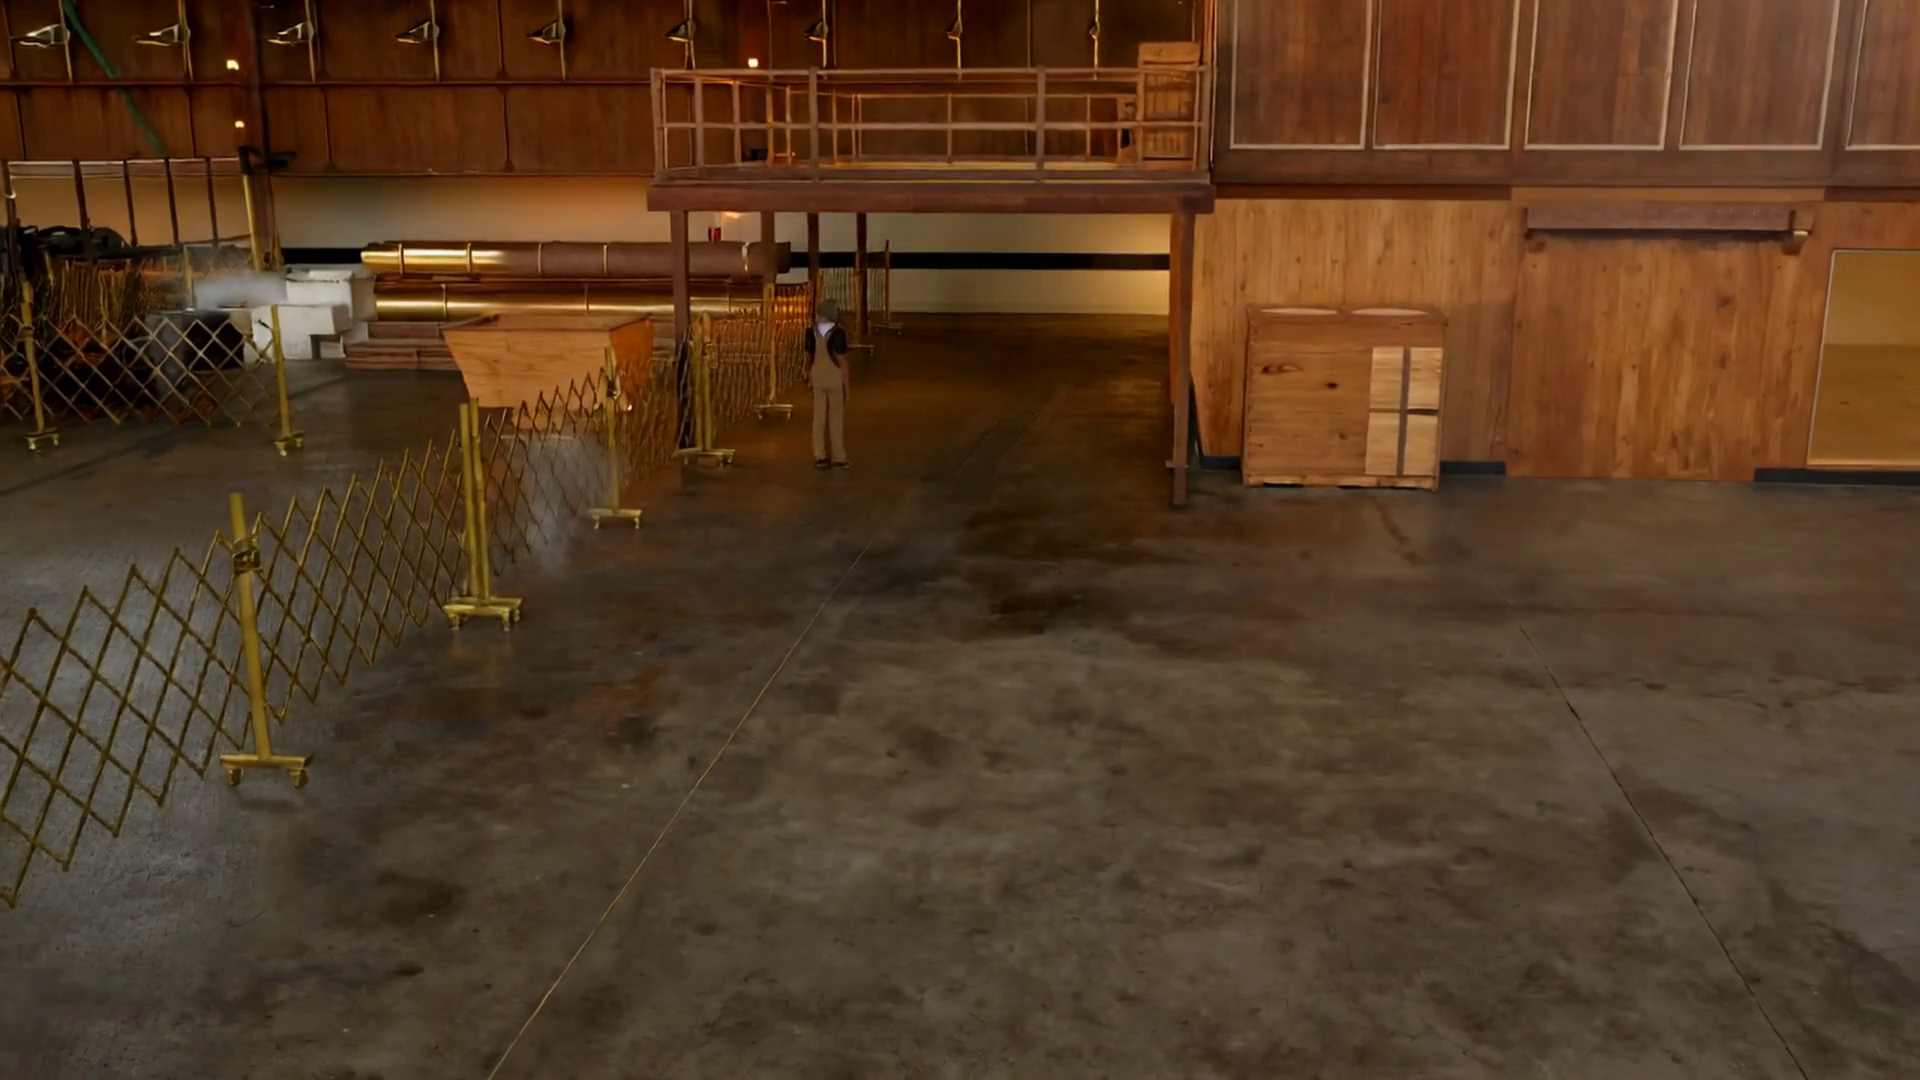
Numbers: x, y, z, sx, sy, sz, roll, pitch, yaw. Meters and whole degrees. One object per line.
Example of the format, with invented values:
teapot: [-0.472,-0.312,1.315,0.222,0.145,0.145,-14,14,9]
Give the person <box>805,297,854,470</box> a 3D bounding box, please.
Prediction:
person: [-1.408,-1.672,17.791,0.506,1.842,0.350,7,15,27]
